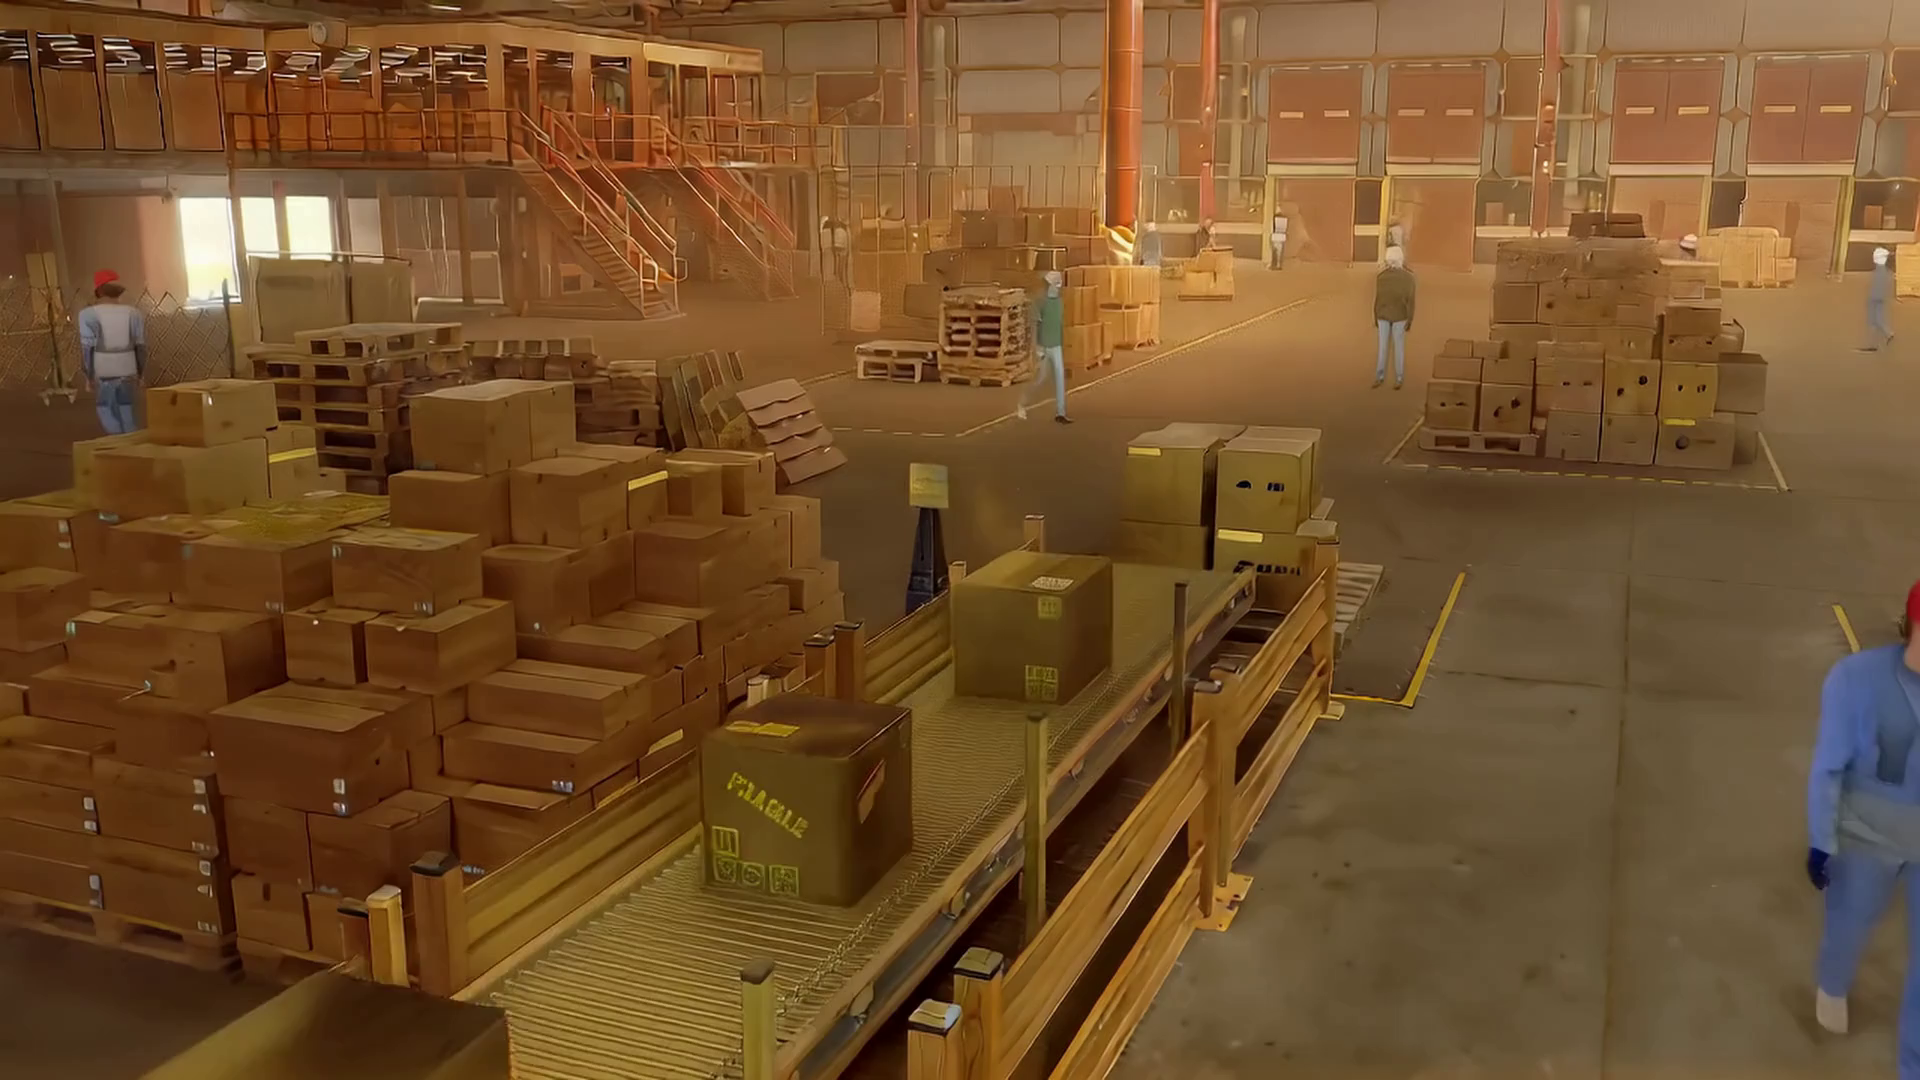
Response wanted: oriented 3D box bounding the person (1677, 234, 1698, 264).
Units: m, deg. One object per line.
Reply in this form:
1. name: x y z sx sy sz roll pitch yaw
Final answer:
1. person: 15.195 -5.576 34.908 0.493 1.684 0.954 -10 16 -38

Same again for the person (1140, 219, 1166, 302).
1. person: 4.426 -6.387 38.085 0.602 1.893 0.546 -4 13 -17

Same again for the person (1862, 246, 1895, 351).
1. person: 15.433 -4.020 27.795 0.509 1.750 0.526 1 13 3

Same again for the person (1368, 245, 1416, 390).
1. person: 5.970 -3.064 22.947 0.392 1.989 0.610 -10 16 -39

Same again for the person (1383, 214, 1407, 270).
1. person: 10.833 -7.132 41.346 0.616 1.931 0.623 -5 13 -20

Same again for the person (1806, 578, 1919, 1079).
1. person: 3.077 0.937 5.450 0.589 1.796 0.896 5 13 20

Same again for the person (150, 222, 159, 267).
1. person: -22.976 -8.462 47.322 0.410 1.909 0.643 -6 14 -24

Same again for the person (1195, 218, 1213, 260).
1. person: 5.834 -6.774 39.871 1.052 1.884 0.640 0 13 -1

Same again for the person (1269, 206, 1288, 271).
1. person: 9.510 -9.013 49.748 0.545 1.938 0.355 -4 13 -16

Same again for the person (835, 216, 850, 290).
1. person: -2.938 -7.262 42.110 0.429 1.844 0.624 -3 13 -12

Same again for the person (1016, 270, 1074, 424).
1. person: 1.022 -2.334 20.022 0.519 1.842 0.838 -8 15 -33

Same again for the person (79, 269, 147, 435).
1. person: -8.514 -1.705 16.767 0.451 2.023 0.629 12 17 43
